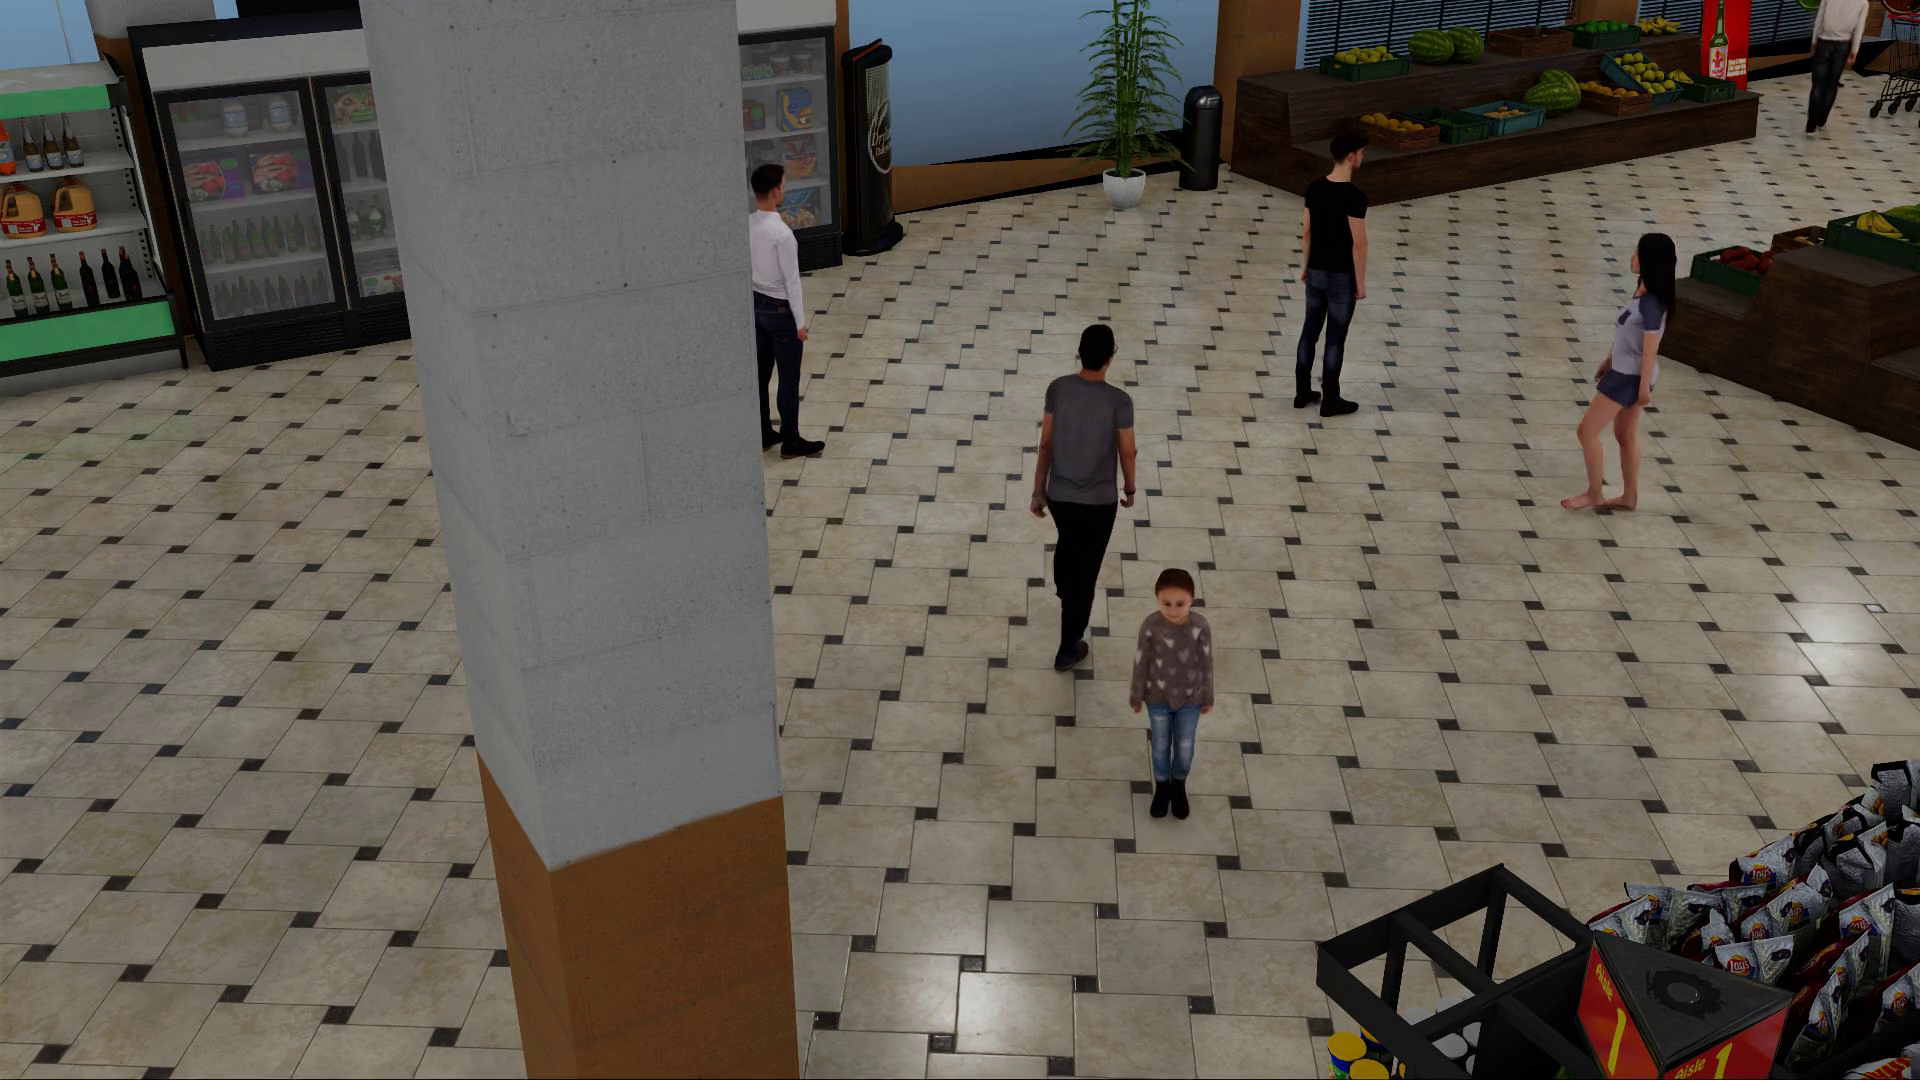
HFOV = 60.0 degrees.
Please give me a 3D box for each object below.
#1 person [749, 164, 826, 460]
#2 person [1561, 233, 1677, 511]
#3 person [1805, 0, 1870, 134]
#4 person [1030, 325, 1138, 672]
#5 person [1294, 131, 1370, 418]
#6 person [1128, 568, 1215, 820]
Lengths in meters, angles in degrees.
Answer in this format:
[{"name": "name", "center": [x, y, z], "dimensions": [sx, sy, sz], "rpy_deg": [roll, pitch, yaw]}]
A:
[{"name": "person", "center": [-1.174, -1.424, 10.406], "dimensions": [0.697, 1.872, 0.700], "rpy_deg": [21, 33, 35]}, {"name": "person", "center": [3.974, -0.938, 9.647], "dimensions": [0.823, 1.692, 0.760], "rpy_deg": [10, 28, 18]}, {"name": "person", "center": [9.562, -5.352, 18.262], "dimensions": [1.065, 1.774, 1.249], "rpy_deg": [12, 29, 23]}, {"name": "person", "center": [0.556, -0.168, 8.085], "dimensions": [0.874, 1.732, 1.010], "rpy_deg": [14, 30, 25]}, {"name": "person", "center": [2.464, -1.763, 11.050], "dimensions": [0.620, 1.895, 0.709], "rpy_deg": [-20, 33, -34]}, {"name": "person", "center": [0.920, 0.630, 7.118], "dimensions": [0.552, 1.183, 0.623], "rpy_deg": [5, 27, 10]}]
